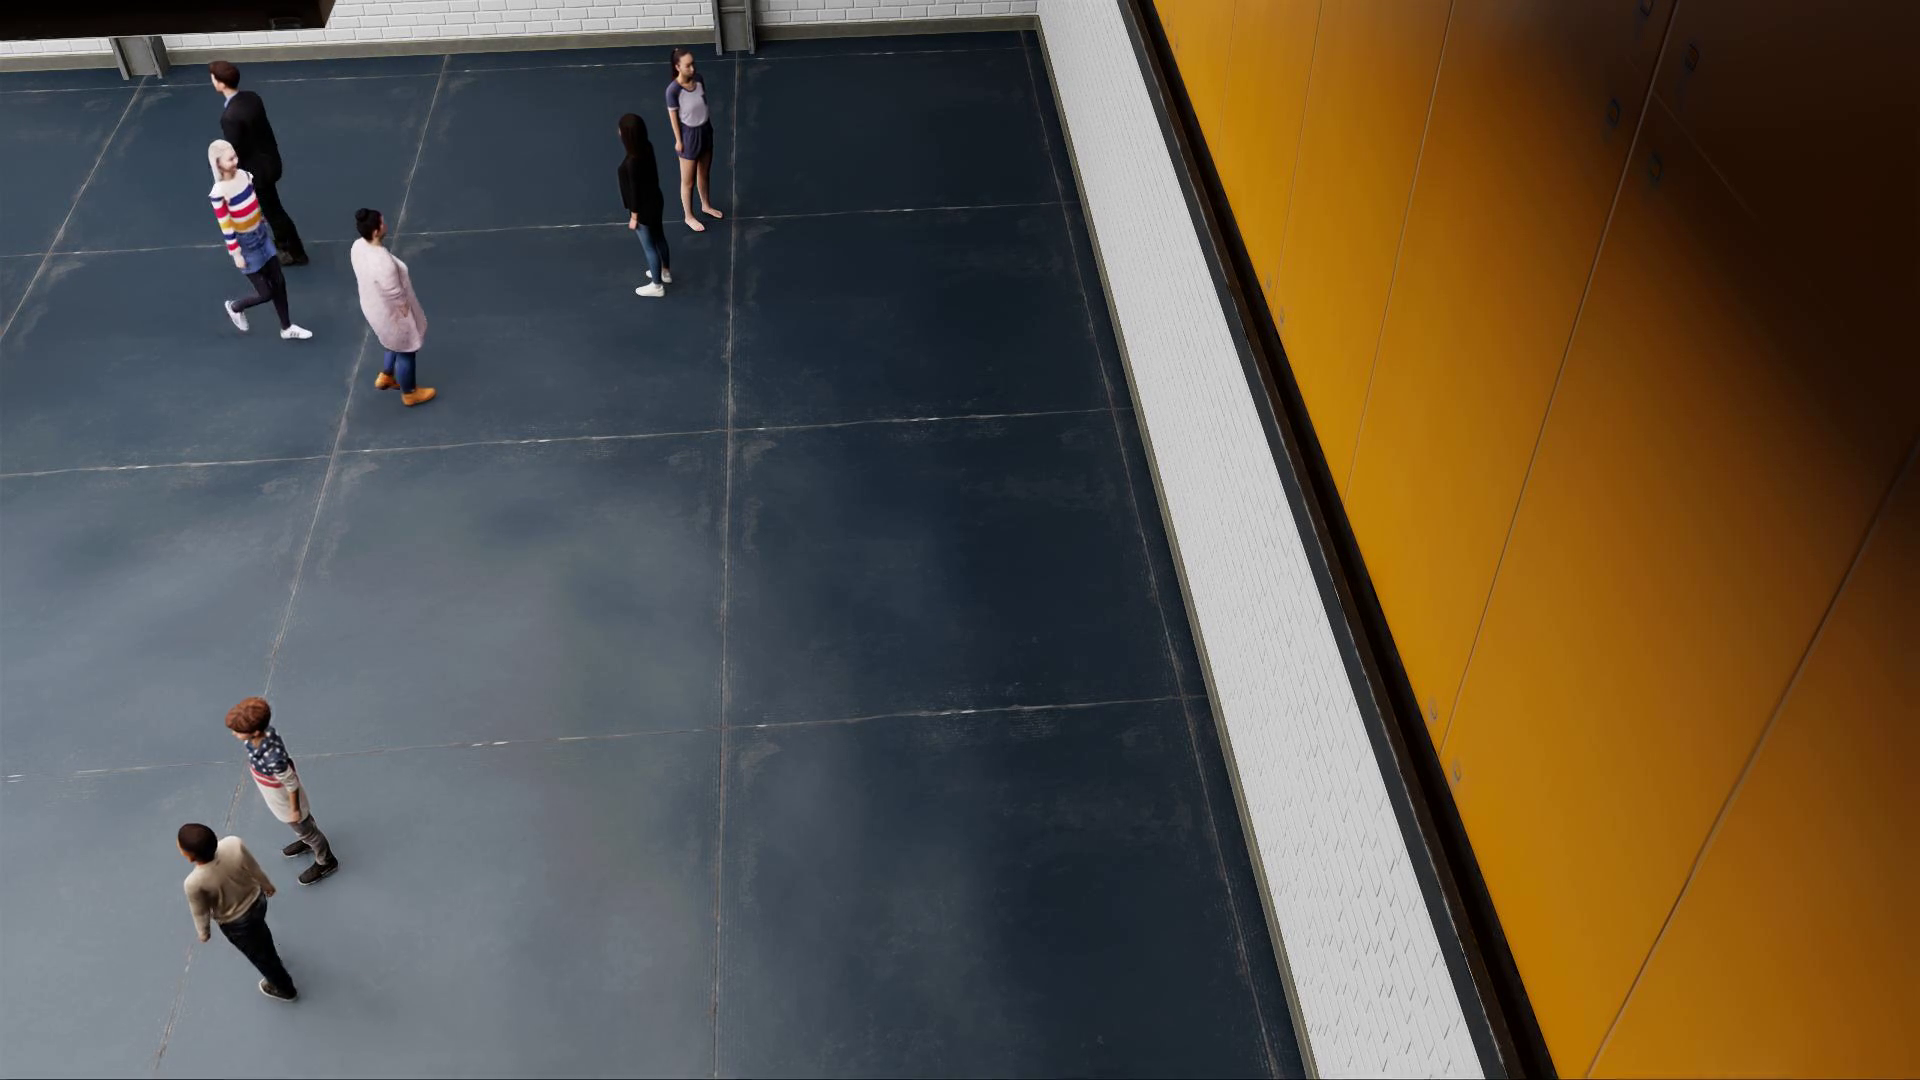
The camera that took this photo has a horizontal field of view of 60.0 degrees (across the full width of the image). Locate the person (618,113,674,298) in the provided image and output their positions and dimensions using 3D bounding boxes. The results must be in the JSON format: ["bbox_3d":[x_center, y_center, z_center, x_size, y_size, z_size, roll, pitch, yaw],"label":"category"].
[{"bbox_3d":[-2.585,-2.765,13.691,0.616,1.647,0.625,10,45,10],"label":"person"}]

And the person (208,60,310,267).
[{"bbox_3d":[-5.772,-3.110,13.888,0.703,1.876,0.716,-1,44,-1],"label":"person"}]

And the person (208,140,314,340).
[{"bbox_3d":[-5.672,-2.331,13.130,1.001,1.792,0.842,10,45,11],"label":"person"}]

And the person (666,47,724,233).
[{"bbox_3d":[-2.331,-3.498,14.459,0.714,1.651,0.673,25,49,24],"label":"person"}]

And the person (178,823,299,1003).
[{"bbox_3d":[-3.766,1.993,8.840,0.787,1.450,0.715,17,46,17],"label":"person"}]

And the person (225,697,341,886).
[{"bbox_3d":[-3.855,1.406,9.464,0.607,1.440,0.589,-27,50,-26],"label":"person"}]

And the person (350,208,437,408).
[{"bbox_3d":[-4.367,-1.707,12.518,0.874,1.734,0.831,-27,50,-26],"label":"person"}]
